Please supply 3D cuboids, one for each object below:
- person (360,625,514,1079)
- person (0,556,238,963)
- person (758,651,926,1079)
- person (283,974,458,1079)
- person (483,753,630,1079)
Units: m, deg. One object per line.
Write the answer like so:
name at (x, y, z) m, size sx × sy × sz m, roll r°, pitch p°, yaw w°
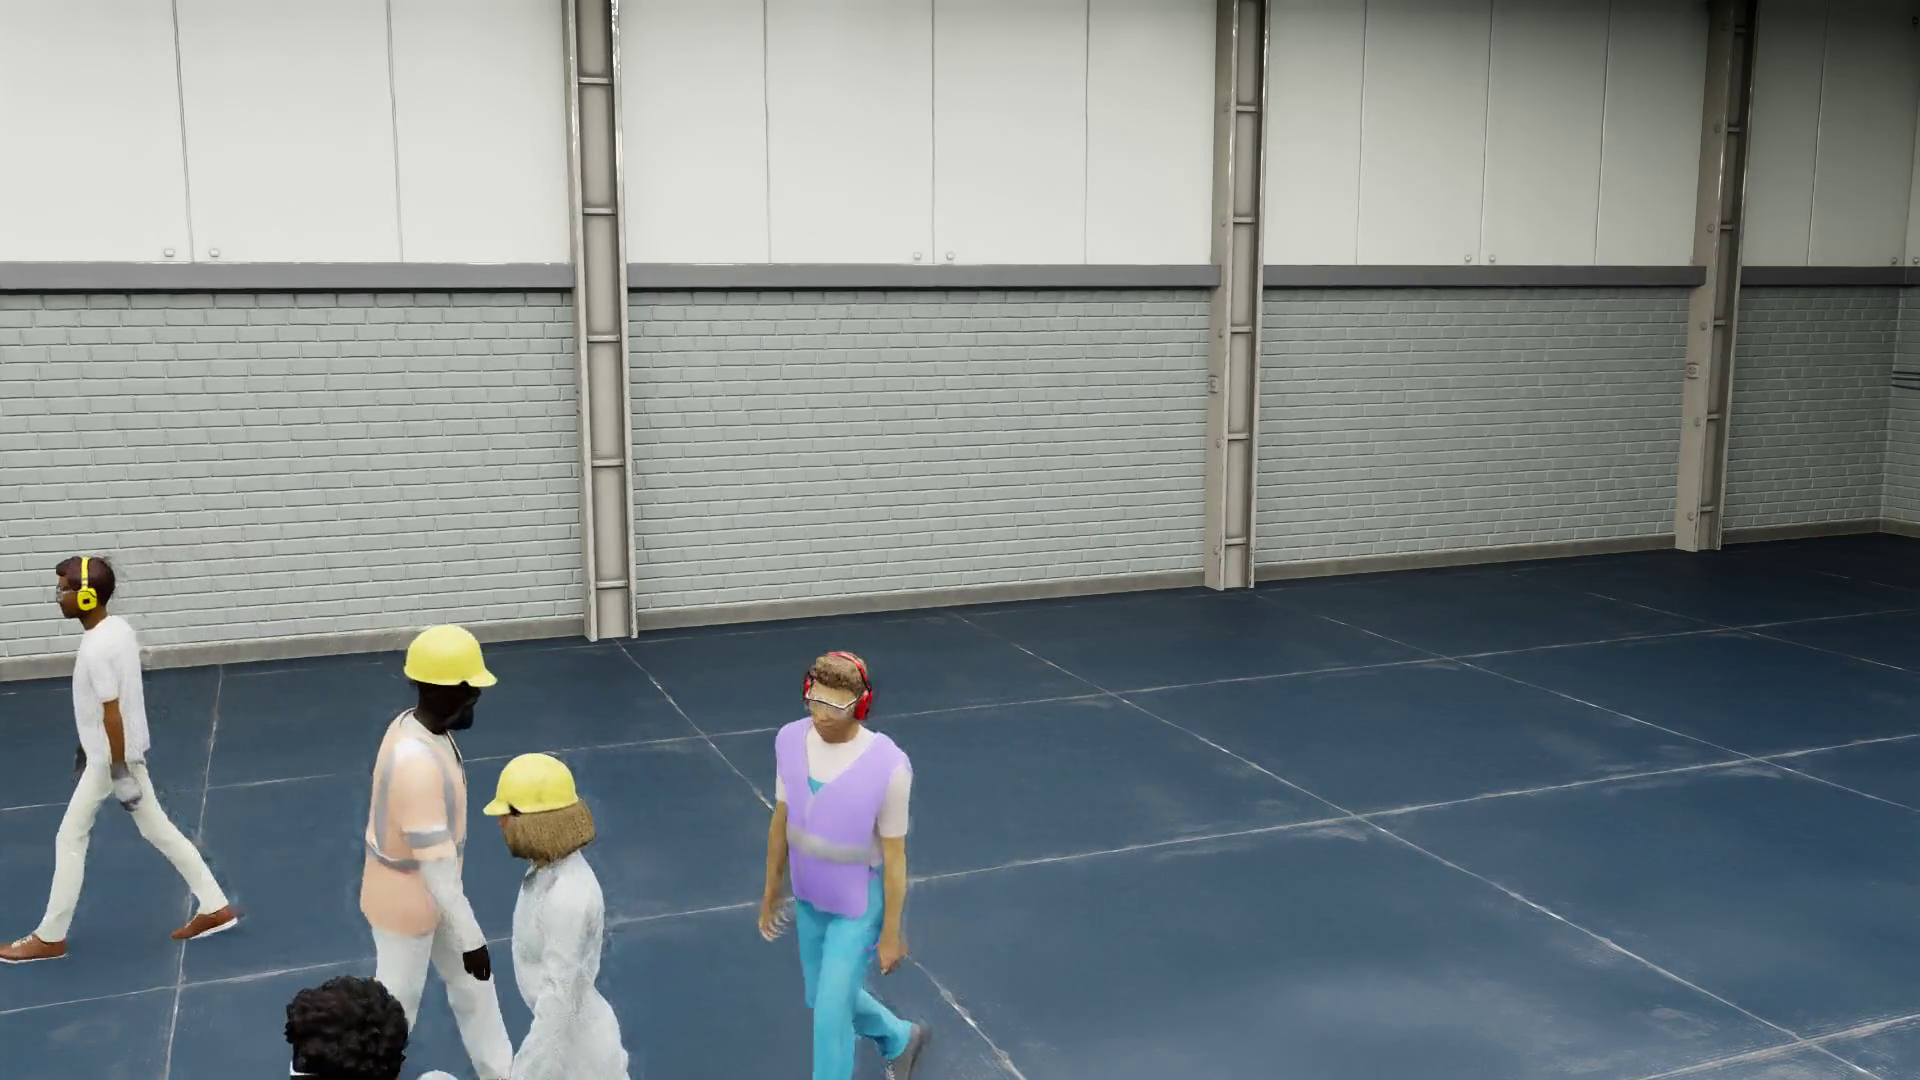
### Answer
person at (-1.714, 1.211, 5.610) m, size 0.914 × 1.877 × 0.646 m, roll -2°, pitch 9°, yaw -13°
person at (-3.777, 0.959, 7.415) m, size 0.993 × 1.823 × 0.518 m, roll -2°, pitch 9°, yaw -10°
person at (-0.356, 1.235, 5.719) m, size 0.585 × 1.816 × 0.768 m, roll 8°, pitch 12°, yaw 40°
person at (-1.075, 1.672, 3.369) m, size 0.798 × 1.670 × 0.530 m, roll 4°, pitch 10°, yaw 23°
person at (-1.165, 1.440, 4.745) m, size 0.893 × 1.691 × 0.503 m, roll -4°, pitch 10°, yaw -26°
